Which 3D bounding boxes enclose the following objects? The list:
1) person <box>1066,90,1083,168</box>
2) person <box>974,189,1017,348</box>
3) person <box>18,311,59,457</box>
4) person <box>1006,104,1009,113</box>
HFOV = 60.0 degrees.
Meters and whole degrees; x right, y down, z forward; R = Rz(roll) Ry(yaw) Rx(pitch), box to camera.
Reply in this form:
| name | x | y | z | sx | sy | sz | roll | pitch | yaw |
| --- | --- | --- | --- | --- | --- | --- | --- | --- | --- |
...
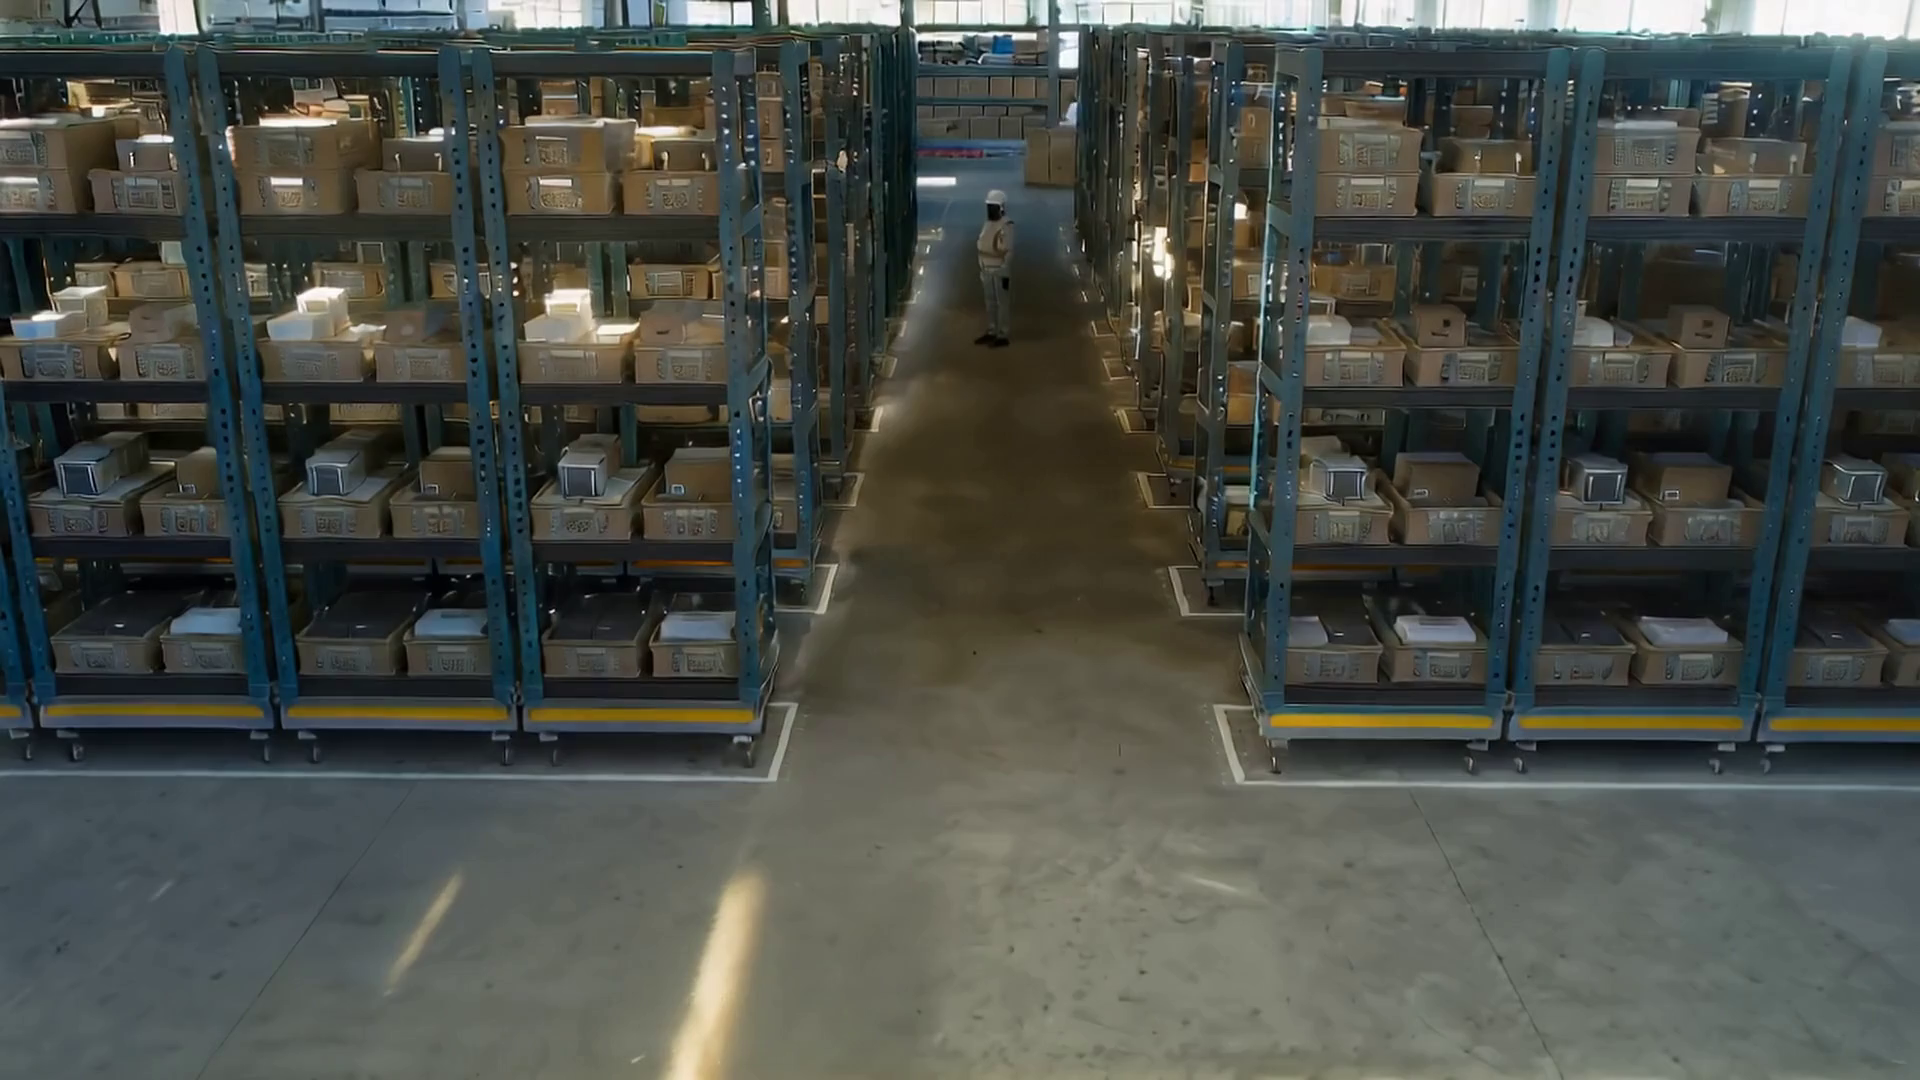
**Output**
| name | x | y | z | sx | sy | sz | roll | pitch | yaw |
| --- | --- | --- | --- | --- | --- | --- | --- | --- | --- |
| person | 2.889 | -10.532 | 42.686 | 0.659 | 1.972 | 0.659 | -9 | 20 | -27 |
| person | 0.405 | -3.180 | 19.486 | 0.404 | 1.837 | 0.589 | -11 | 21 | -32 |
| person | -7.799 | -1.551 | 14.340 | 0.565 | 1.802 | 0.925 | -1 | 17 | -4 |
| person | 1.443 | -12.877 | 50.243 | 0.650 | 1.922 | 0.638 | -3 | 18 | -10 |
